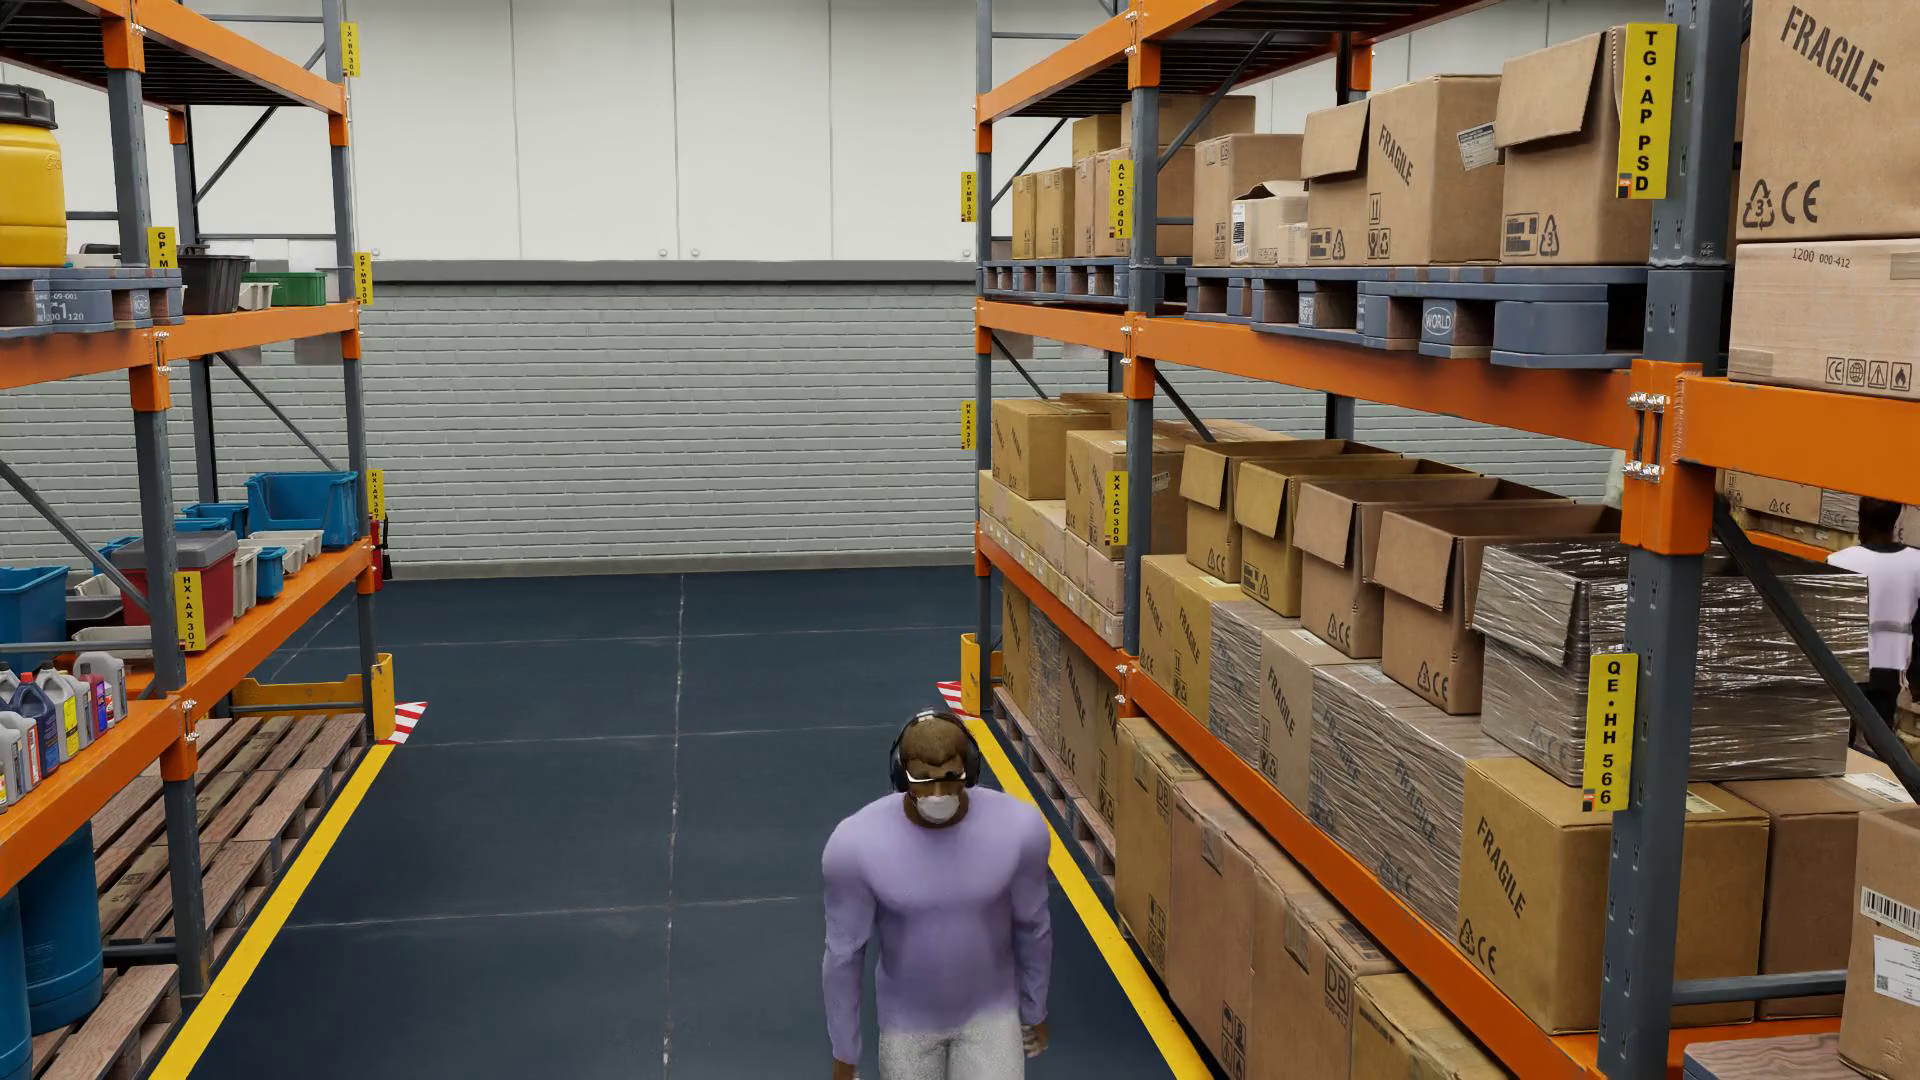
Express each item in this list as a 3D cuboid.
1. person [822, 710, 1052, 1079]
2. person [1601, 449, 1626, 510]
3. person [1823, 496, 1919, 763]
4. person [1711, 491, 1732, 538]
[{"bbox_3d":[-0.056,1.369,4.576,0.645,1.878,0.936,0,9,-2],"label":"person"},{"bbox_3d":[5.648,-0.238,14.323,0.902,1.922,0.650,3,10,16],"label":"person"},{"bbox_3d":[4.833,0.673,8.784,0.595,1.902,0.668,-1,9,-3],"label":"person"},{"bbox_3d":[4.113,0.637,9.188,0.540,1.845,0.694,1,9,5],"label":"person"}]
